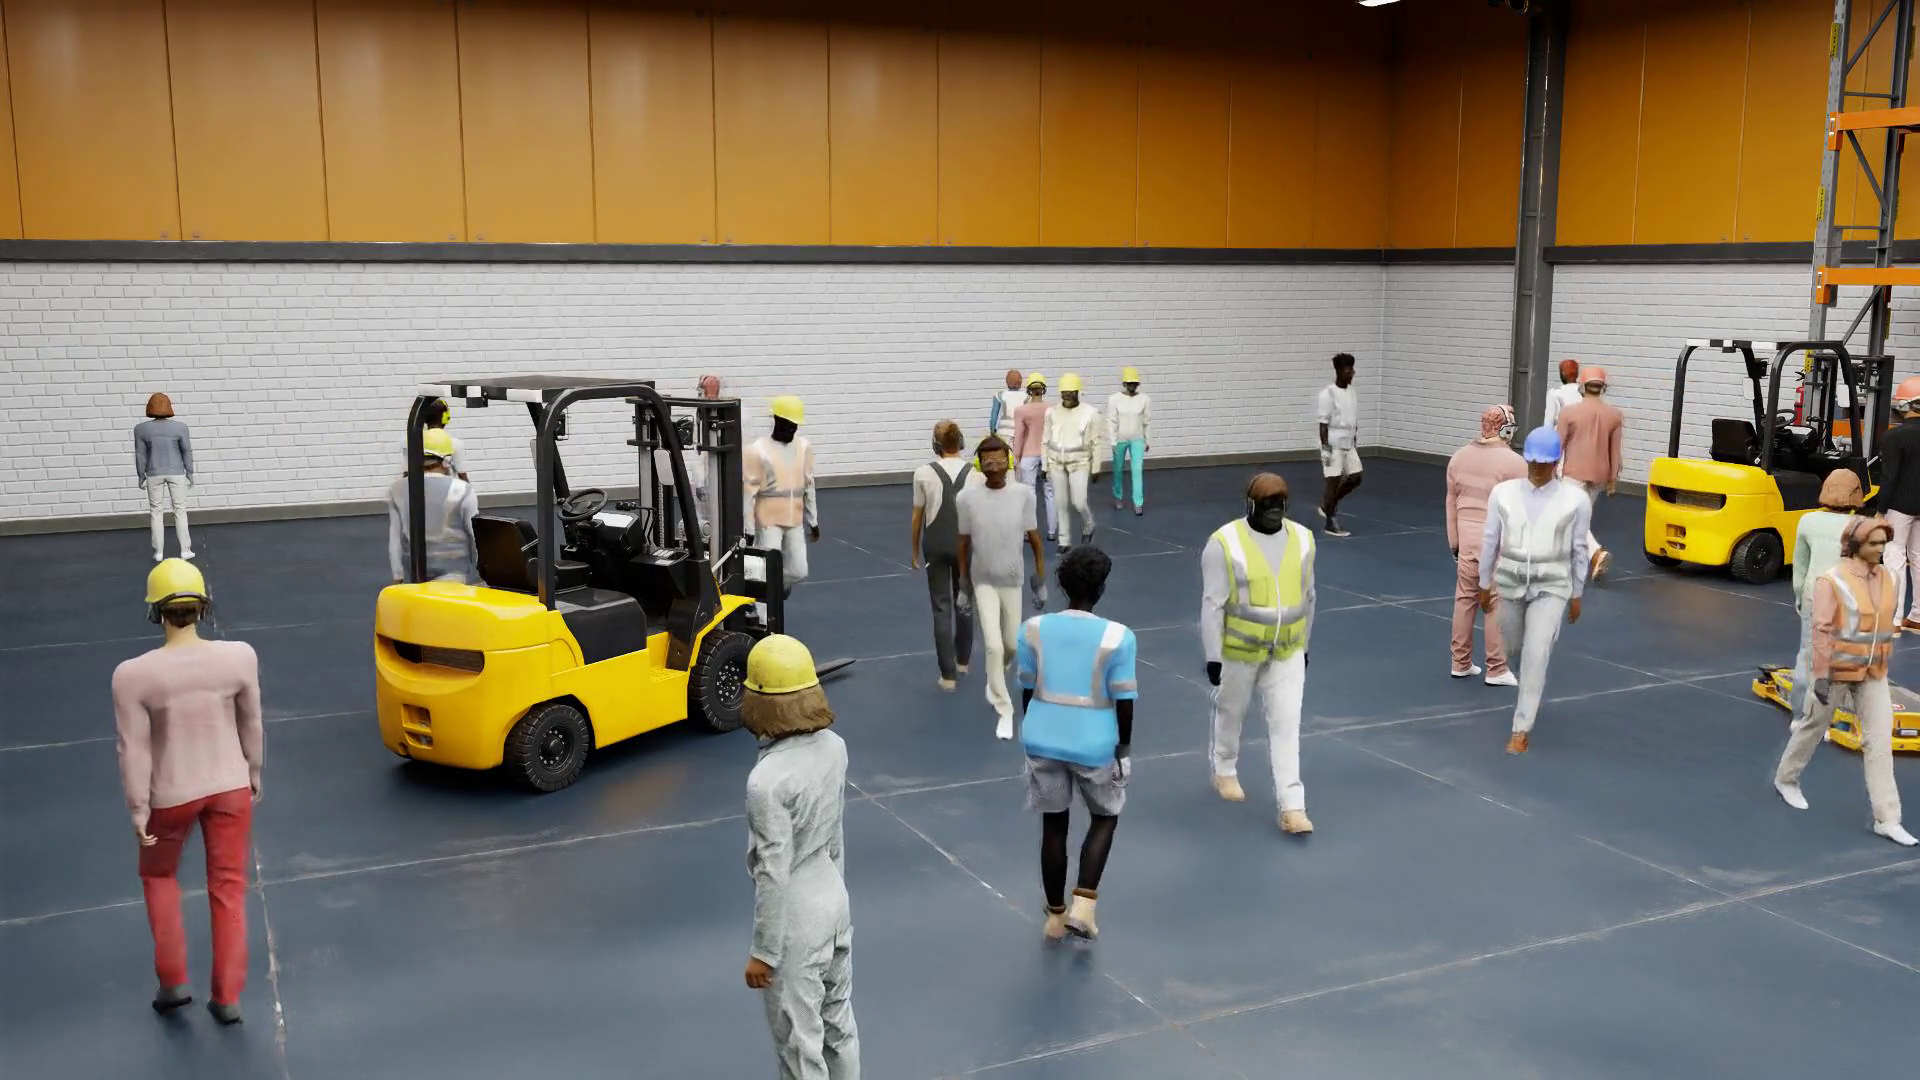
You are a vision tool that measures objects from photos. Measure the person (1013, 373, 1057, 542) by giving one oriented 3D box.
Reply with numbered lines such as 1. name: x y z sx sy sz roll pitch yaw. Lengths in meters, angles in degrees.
1. person: 0.797 -0.852 17.247 0.523 1.760 0.327 -2 9 -13

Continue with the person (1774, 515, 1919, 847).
1. person: 4.469 0.659 8.383 0.533 1.593 0.870 -2 9 -12

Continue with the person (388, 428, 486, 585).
1. person: -3.402 0.163 10.877 0.611 1.786 0.941 1 9 7

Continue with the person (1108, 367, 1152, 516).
1. person: 1.968 -1.167 19.358 0.522 1.712 0.907 0 9 -2

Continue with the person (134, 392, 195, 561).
1. person: -7.698 -0.610 16.117 0.507 1.636 0.275 -3 10 -20

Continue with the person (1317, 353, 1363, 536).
1. person: 4.013 -1.011 17.615 0.643 1.950 0.436 -7 12 -37

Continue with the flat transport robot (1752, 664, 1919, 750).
1. flat transport robot: 5.514 1.017 10.251 0.652 0.197 1.431 1 9 3

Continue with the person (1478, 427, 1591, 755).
1. person: 3.419 0.257 9.911 0.617 1.914 0.904 5 11 30

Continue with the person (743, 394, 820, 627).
1. person: -1.388 -0.158 12.523 0.655 1.891 0.610 -9 13 -44

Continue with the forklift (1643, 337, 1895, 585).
1. forklift: 7.551 -0.789 15.507 2.313 2.155 1.214 -4 10 -25

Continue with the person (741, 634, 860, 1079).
1. person: -0.500 1.138 4.954 0.312 1.741 0.487 4 10 22

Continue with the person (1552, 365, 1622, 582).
1. person: 5.668 -0.588 14.982 0.619 1.963 0.814 -2 9 -10

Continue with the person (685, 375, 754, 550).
1. person: -2.243 -0.606 15.431 0.645 1.862 0.997 -9 13 -43

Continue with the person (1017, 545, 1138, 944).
1. person: 0.474 0.859 6.887 0.539 1.677 0.379 4 10 21

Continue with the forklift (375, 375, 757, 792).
1. forklift: -2.268 0.149 9.685 1.214 2.155 2.313 6 11 32

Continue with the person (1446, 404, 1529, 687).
1. person: 3.613 0.031 11.306 0.401 1.907 0.648 -6 11 -32

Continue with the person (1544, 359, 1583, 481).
1. person: 6.771 -1.068 18.338 0.623 1.850 0.863 -1 9 -8

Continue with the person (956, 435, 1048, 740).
1. person: 0.245 0.248 10.217 0.553 1.832 0.779 -1 9 -5

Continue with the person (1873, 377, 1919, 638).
1. person: 7.262 -0.249 12.772 0.622 1.992 0.396 -3 10 -18

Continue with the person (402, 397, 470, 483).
1. person: -4.061 -0.221 13.120 0.551 1.817 0.948 2 9 11

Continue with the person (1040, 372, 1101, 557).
1. person: 1.089 -0.743 16.385 0.591 1.817 0.426 4 10 25

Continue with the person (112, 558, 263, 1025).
1. person: -2.867 0.932 6.217 0.532 1.751 0.534 -7 11 -37

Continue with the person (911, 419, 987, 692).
1. person: -0.082 0.084 11.302 0.503 1.808 0.814 -2 9 -9

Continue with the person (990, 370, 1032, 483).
1. person: 0.651 -1.293 20.475 0.516 1.600 0.849 -2 9 -9

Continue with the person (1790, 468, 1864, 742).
1. person: 5.219 0.385 9.947 0.272 1.635 0.507 -4 10 -25

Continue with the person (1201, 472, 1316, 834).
1. person: 1.531 0.544 8.498 0.645 1.793 0.980 -2 9 -11

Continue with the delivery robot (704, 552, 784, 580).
1. delivery robot: -1.848 0.238 13.911 0.707 0.478 0.477 3 10 19
